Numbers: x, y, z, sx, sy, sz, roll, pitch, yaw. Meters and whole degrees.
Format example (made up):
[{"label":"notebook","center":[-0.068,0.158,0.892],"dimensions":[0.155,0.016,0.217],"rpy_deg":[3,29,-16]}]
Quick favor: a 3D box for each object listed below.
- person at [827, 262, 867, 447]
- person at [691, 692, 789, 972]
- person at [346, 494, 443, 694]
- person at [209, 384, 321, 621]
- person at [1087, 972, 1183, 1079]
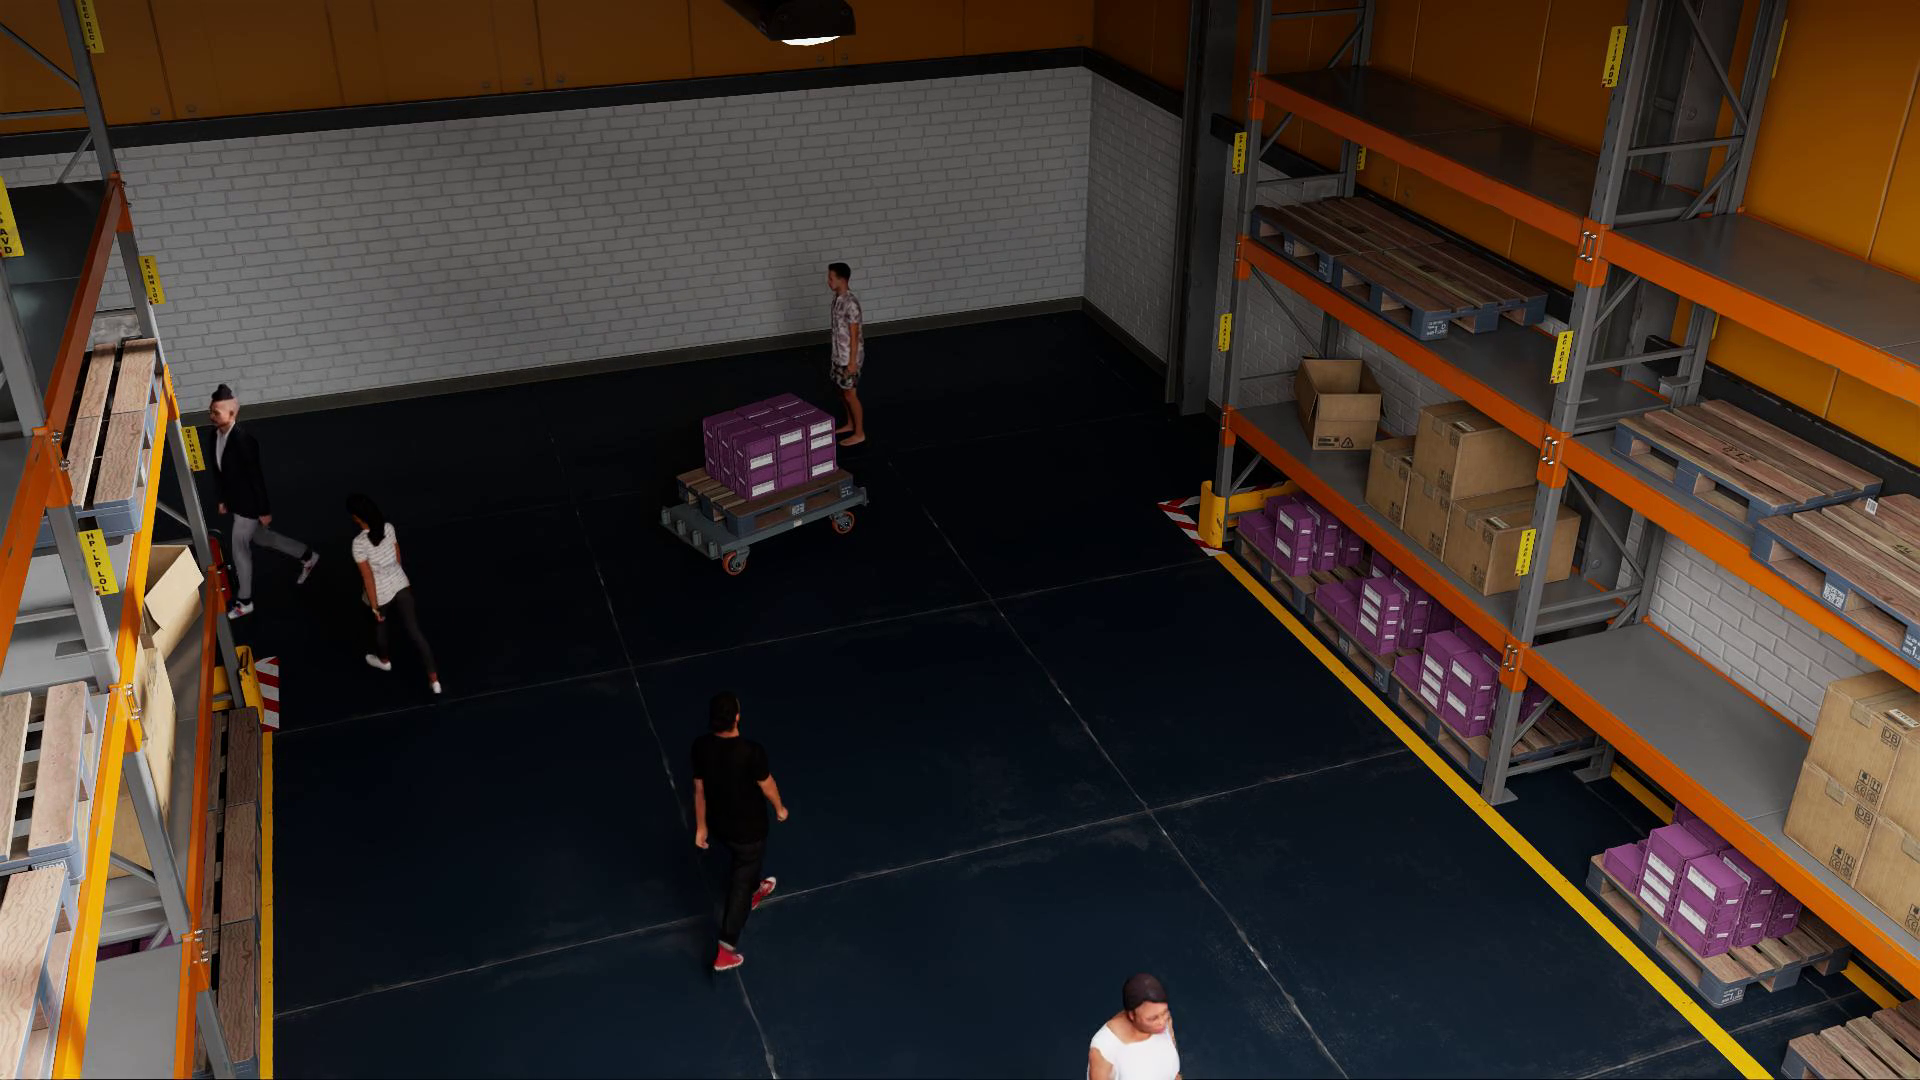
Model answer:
[{"label":"person","center":[-1.083,-1.834,16.226],"dimensions":[0.731,1.809,0.498],"rpy_deg":[-11,30,-19]},{"label":"person","center":[-1.340,1.729,9.782],"dimensions":[1.130,1.725,1.202],"rpy_deg":[12,31,21]},{"label":"person","center":[-4.175,0.442,12.280],"dimensions":[1.195,1.591,1.021],"rpy_deg":[19,34,31]},{"label":"person","center":[-5.673,-0.351,13.395],"dimensions":[1.276,1.916,1.186],"rpy_deg":[22,35,34]},{"label":"person","center":[0.793,2.715,8.048],"dimensions":[1.168,1.654,0.965],"rpy_deg":[24,36,36]}]
